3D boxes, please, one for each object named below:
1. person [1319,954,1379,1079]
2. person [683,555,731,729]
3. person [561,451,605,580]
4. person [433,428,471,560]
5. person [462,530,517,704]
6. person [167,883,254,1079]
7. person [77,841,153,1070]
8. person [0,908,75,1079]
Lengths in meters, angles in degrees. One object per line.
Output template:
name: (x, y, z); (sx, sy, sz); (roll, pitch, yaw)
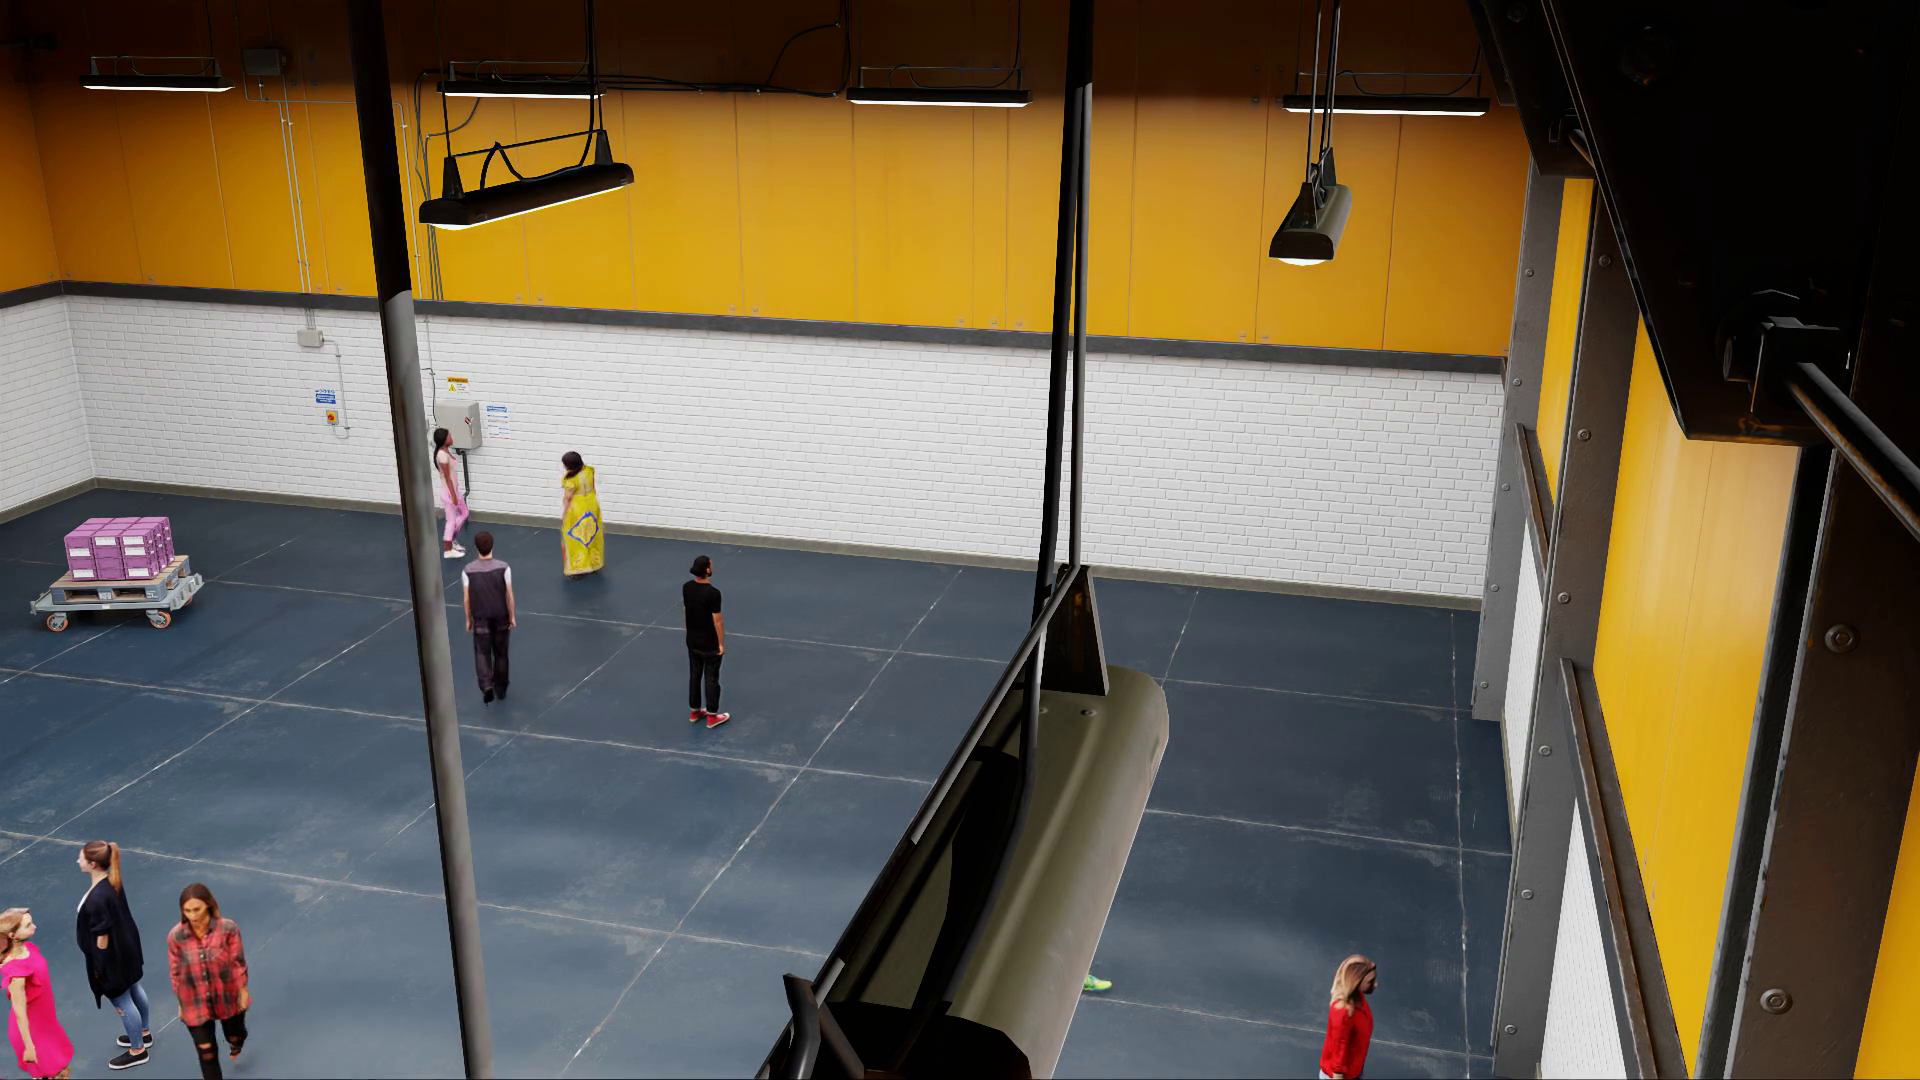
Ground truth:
person: (2.297, 3.222, 9.996); (0.702, 1.702, 0.505); (8, 20, 23)
person: (-2.553, 0.994, 16.526); (0.672, 1.756, 0.635); (11, 21, 29)
person: (-4.700, -0.350, 20.707); (0.988, 1.635, 1.076); (-13, 23, -35)
person: (-6.618, -0.582, 21.253); (0.776, 1.725, 0.693); (-6, 19, -16)
person: (-4.759, 0.825, 16.908); (0.888, 1.833, 1.015); (-5, 19, -14)
person: (-4.844, 2.952, 10.837); (0.959, 1.676, 1.125); (-6, 19, -16)
person: (-5.732, 2.793, 11.300); (0.769, 1.682, 0.639); (-3, 19, -8)
person: (-5.891, 3.078, 10.400); (0.830, 1.717, 0.782); (-8, 20, -22)
